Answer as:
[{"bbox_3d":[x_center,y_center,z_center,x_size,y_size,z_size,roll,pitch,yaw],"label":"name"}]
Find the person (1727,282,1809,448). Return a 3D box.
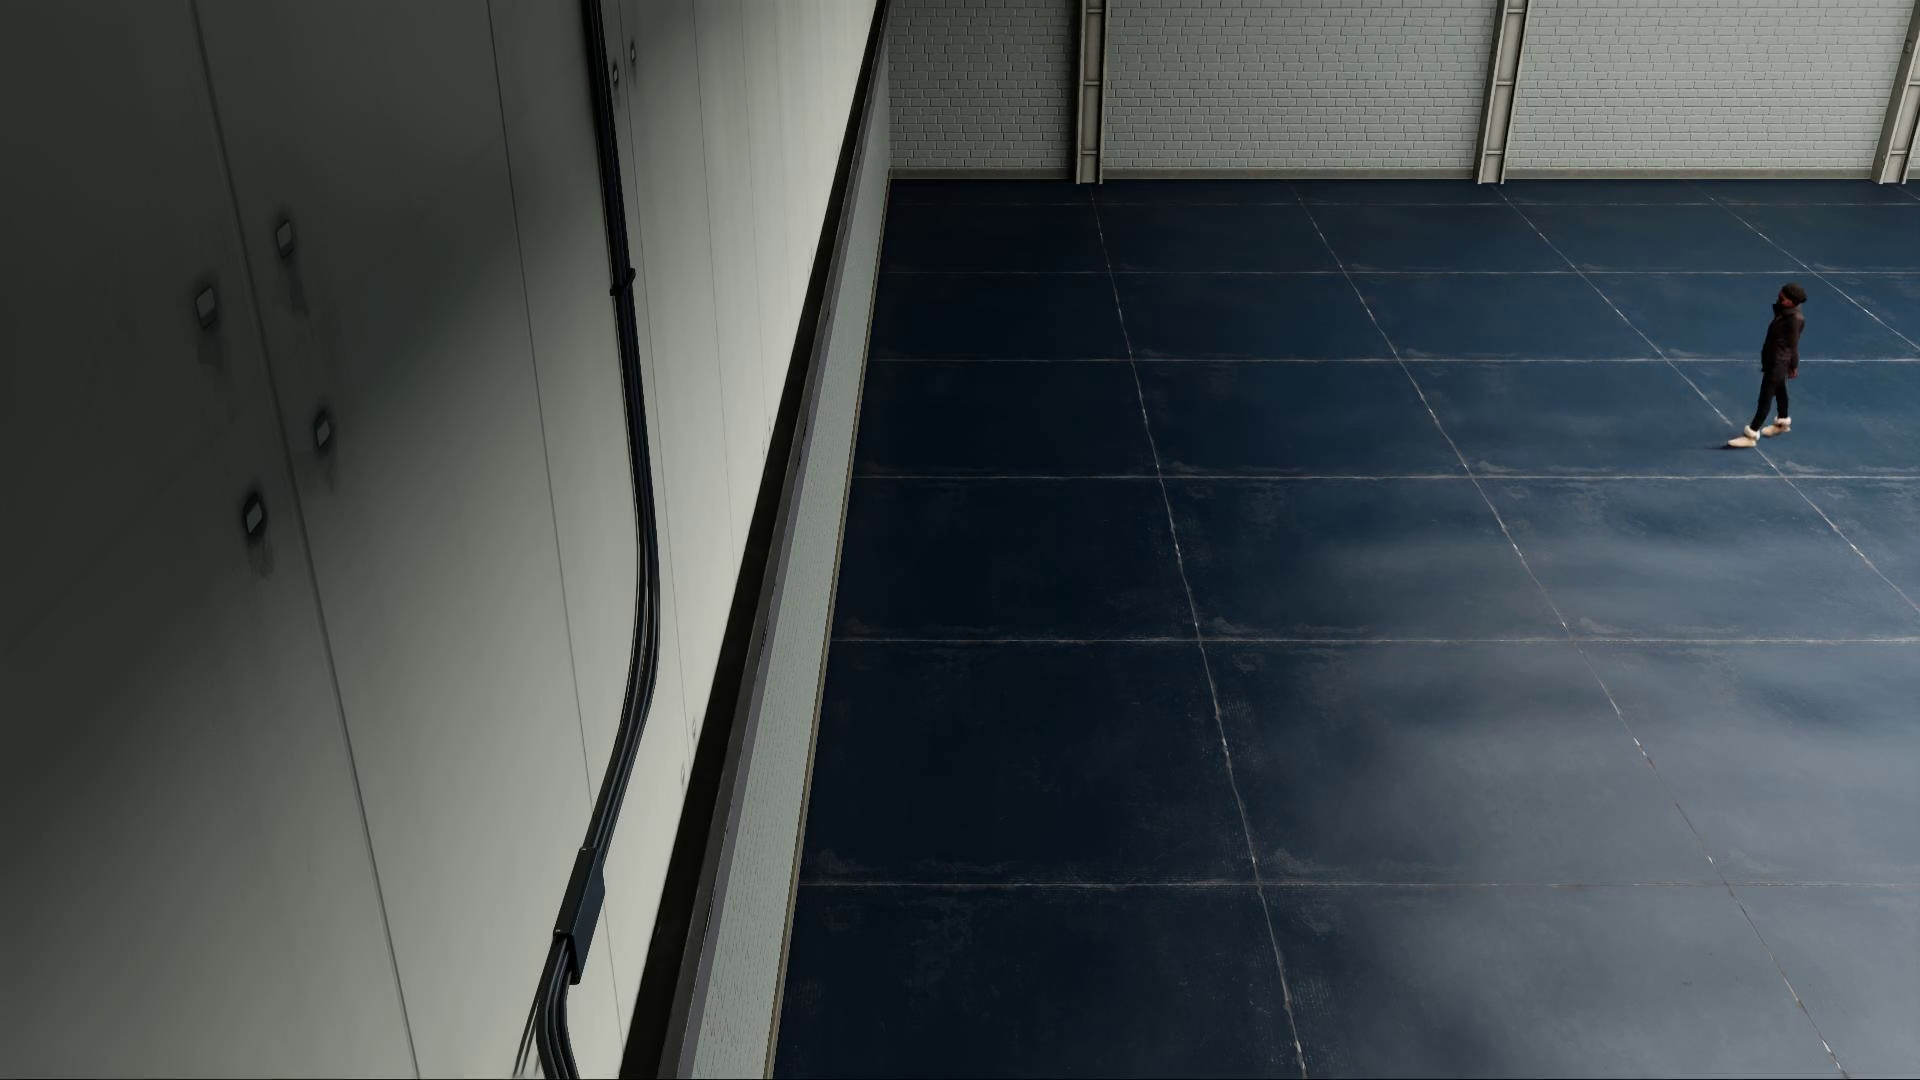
[{"bbox_3d":[7.883,-1.728,16.336,0.603,1.649,0.936,0,28,0],"label":"person"}]
